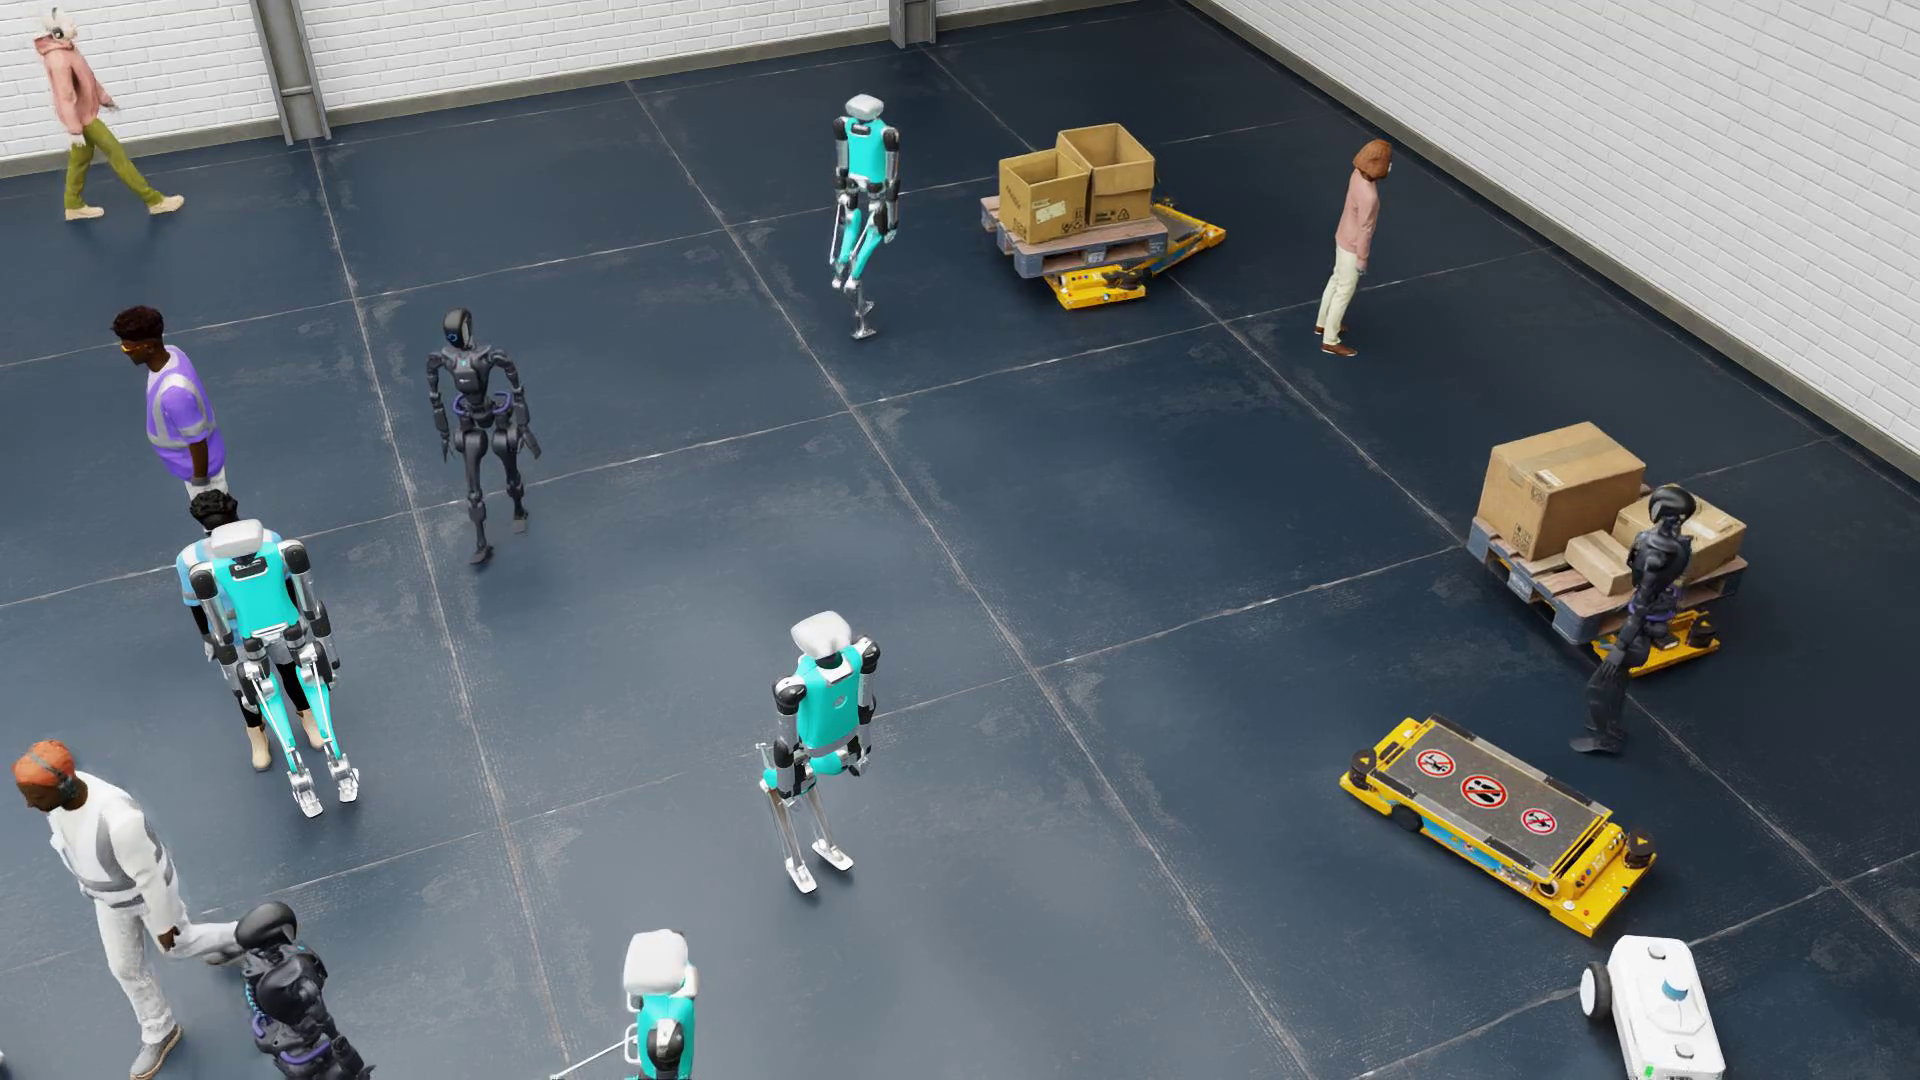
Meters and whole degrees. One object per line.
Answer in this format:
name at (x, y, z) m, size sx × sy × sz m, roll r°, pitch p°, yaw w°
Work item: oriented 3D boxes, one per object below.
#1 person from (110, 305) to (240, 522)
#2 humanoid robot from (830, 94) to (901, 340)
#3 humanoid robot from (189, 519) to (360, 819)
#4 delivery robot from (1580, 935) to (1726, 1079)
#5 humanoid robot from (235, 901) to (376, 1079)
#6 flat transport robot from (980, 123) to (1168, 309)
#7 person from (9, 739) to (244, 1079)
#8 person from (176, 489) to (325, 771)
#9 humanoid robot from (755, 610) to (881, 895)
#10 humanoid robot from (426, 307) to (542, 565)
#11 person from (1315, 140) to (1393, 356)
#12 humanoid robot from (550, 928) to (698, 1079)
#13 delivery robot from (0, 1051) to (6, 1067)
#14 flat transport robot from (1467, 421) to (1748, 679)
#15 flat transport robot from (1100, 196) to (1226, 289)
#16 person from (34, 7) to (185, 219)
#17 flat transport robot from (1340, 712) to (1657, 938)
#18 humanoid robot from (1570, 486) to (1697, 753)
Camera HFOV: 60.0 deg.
person at (-4.384, -0.469, 9.494) m, size 0.365 × 1.961 × 0.611 m, roll -17°, pitch 41°, yaw -21°
humanoid robot at (-0.793, -2.259, 11.993) m, size 0.533 × 1.742 × 0.794 m, roll 19°, pitch 41°, yaw 23°
humanoid robot at (-3.240, 0.721, 8.025) m, size 0.533 × 1.672 × 0.735 m, roll -17°, pitch 41°, yaw -20°
delivery robot at (3.070, 2.106, 7.281) m, size 0.499 × 0.575 × 0.759 m, roll 4°, pitch 38°, yaw 5°
humanoid robot at (-2.586, 2.015, 6.535) m, size 0.590 × 1.651 × 0.720 m, roll 25°, pitch 44°, yaw 29°
flat transport robot at (0.903, -2.291, 13.256) m, size 0.659 × 0.231 × 1.431 m, roll -12°, pitch 39°, yaw -15°
person at (-3.488, 1.436, 7.116) m, size 0.577 × 1.850 × 0.796 m, roll 13°, pitch 39°, yaw 16°
person at (-3.623, 0.445, 8.521) m, size 0.530 × 1.697 × 0.321 m, roll -18°, pitch 41°, yaw -22°
humanoid robot at (-0.739, 0.929, 7.775) m, size 0.531 × 1.694 × 0.737 m, roll -27°, pitch 45°, yaw -30°
humanoid robot at (-2.841, -0.632, 9.954) m, size 0.609 × 1.638 × 0.676 m, roll -1°, pitch 38°, yaw -2°
person at (2.825, -2.099, 11.897) m, size 0.317 × 1.620 × 0.511 m, roll 0°, pitch 38°, yaw 1°
humanoid robot at (-1.270, 2.118, 6.317) m, size 1.034 × 1.730 × 0.560 m, roll -4°, pitch 38°, yaw -6°
delivery robot at (-4.641, 2.142, 7.256) m, size 0.775 × 0.601 × 0.499 m, roll 13°, pitch 40°, yaw 17°
flat transport robot at (3.785, 0.254, 9.943) m, size 0.659 × 0.231 × 1.431 m, roll -15°, pitch 40°, yaw -18°
flat transport robot at (1.444, -2.353, 13.336) m, size 0.659 × 0.231 × 1.431 m, roll 31°, pitch 47°, yaw 34°
person at (-7.083, -3.457, 13.531) m, size 0.951 × 1.787 × 0.521 m, roll -14°, pitch 40°, yaw -17°
flat transport robot at (2.724, 1.393, 8.460) m, size 1.431 × 0.231 × 0.659 m, roll 31°, pitch 47°, yaw 34°
humanoid robot at (3.489, 0.415, 8.569) m, size 0.311 × 1.651 × 0.608 m, roll 18°, pitch 41°, yaw 22°
